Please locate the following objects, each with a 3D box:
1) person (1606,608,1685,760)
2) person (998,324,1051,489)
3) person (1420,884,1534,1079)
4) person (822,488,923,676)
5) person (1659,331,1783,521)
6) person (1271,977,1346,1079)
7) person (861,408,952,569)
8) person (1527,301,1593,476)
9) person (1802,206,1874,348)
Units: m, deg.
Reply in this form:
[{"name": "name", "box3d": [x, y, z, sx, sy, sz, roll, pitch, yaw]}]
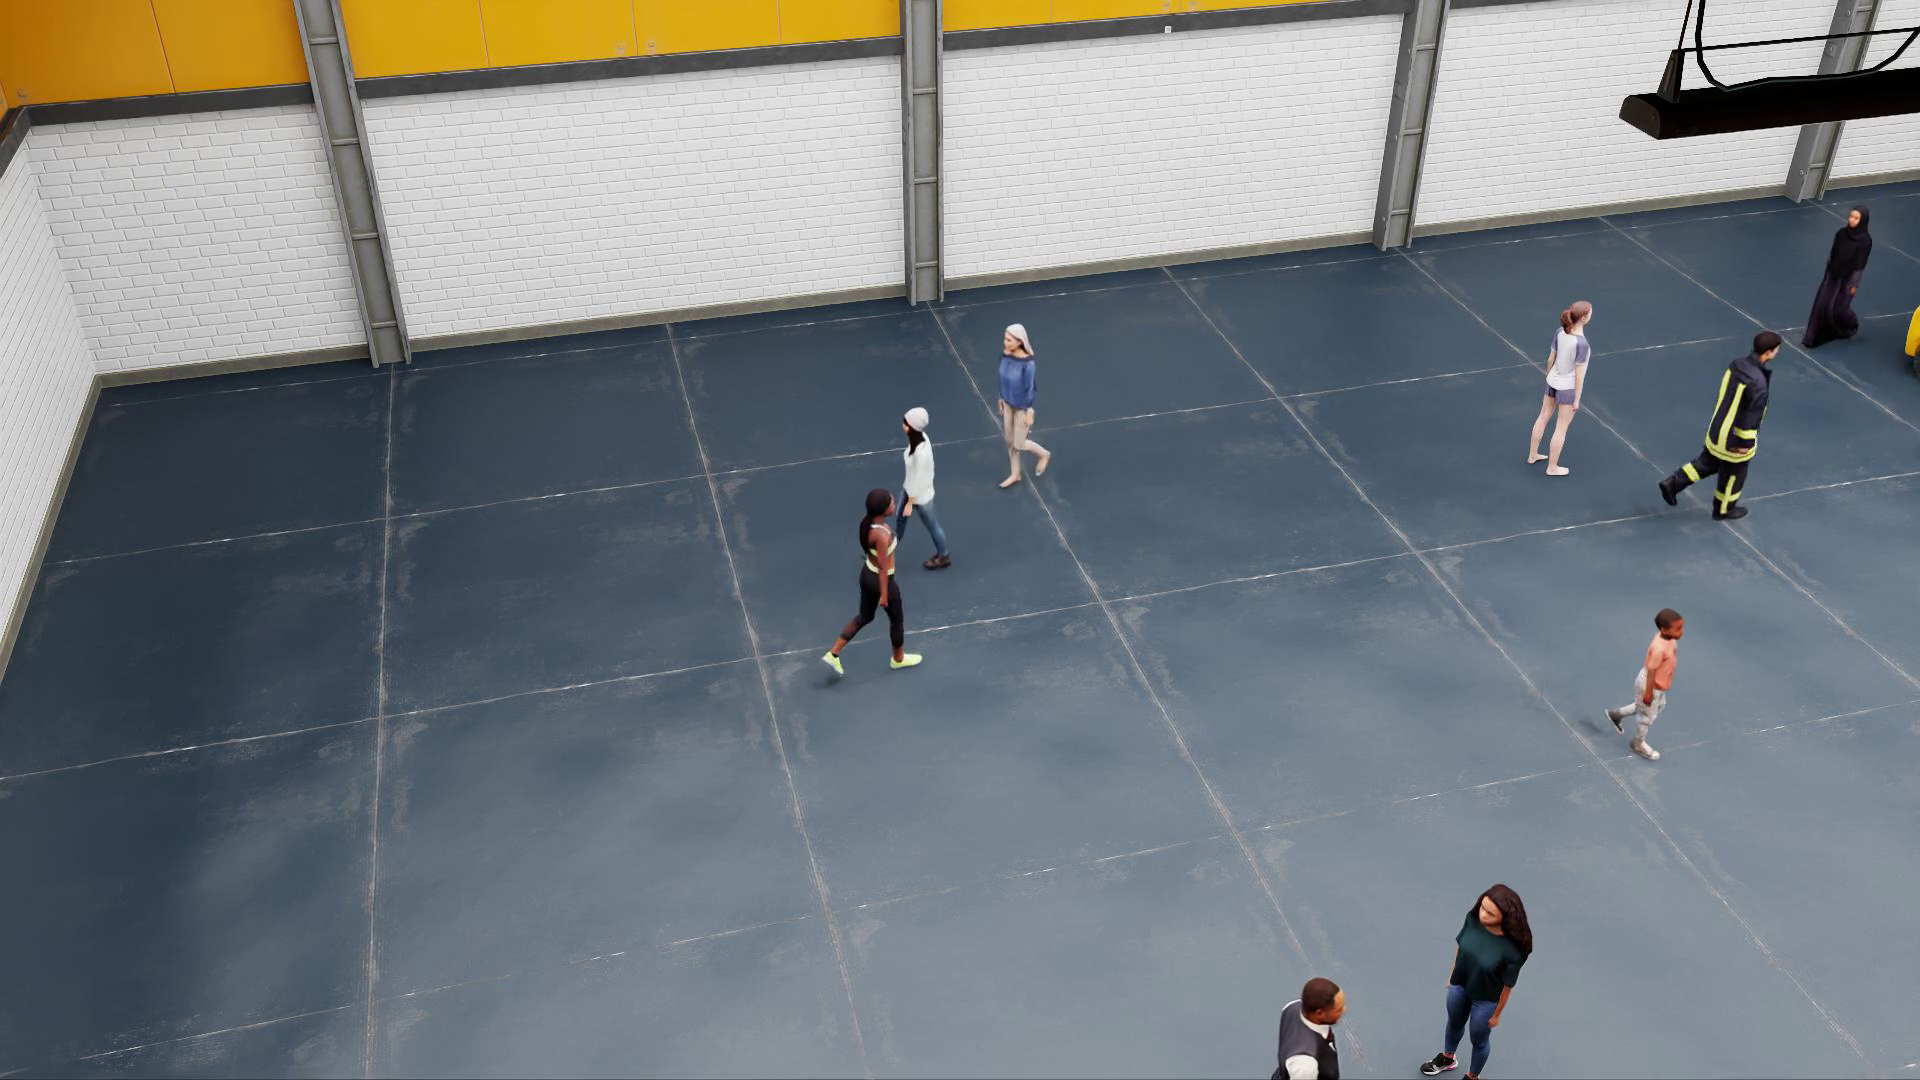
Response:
[{"name": "person", "box3d": [5.148, 1.037, 12.478, 0.750, 1.301, 0.722, 25, 41, 32]}, {"name": "person", "box3d": [0.615, -1.269, 15.600, 0.878, 1.684, 0.781, -24, 41, -32]}, {"name": "person", "box3d": [3.052, 2.640, 9.779, 0.687, 1.617, 0.672, -20, 38, -27]}, {"name": "person", "box3d": [-0.735, 0.365, 13.101, 1.104, 1.730, 0.713, -16, 37, -22]}, {"name": "person", "box3d": [6.894, -1.009, 15.012, 1.157, 1.903, 0.941, -1, 34, -1]}, {"name": "person", "box3d": [1.799, 3.040, 8.905, 0.719, 1.920, 0.763, 3, 34, 5]}, {"name": "person", "box3d": [-0.272, -0.411, 14.372, 1.031, 1.615, 0.646, -5, 34, -8]}, {"name": "person", "box3d": [5.731, -1.464, 15.820, 0.591, 1.766, 0.614, -15, 36, -21]}, {"name": "person", "box3d": [9.636, -2.858, 18.061, 0.900, 1.606, 0.703, -14, 36, -21]}]
